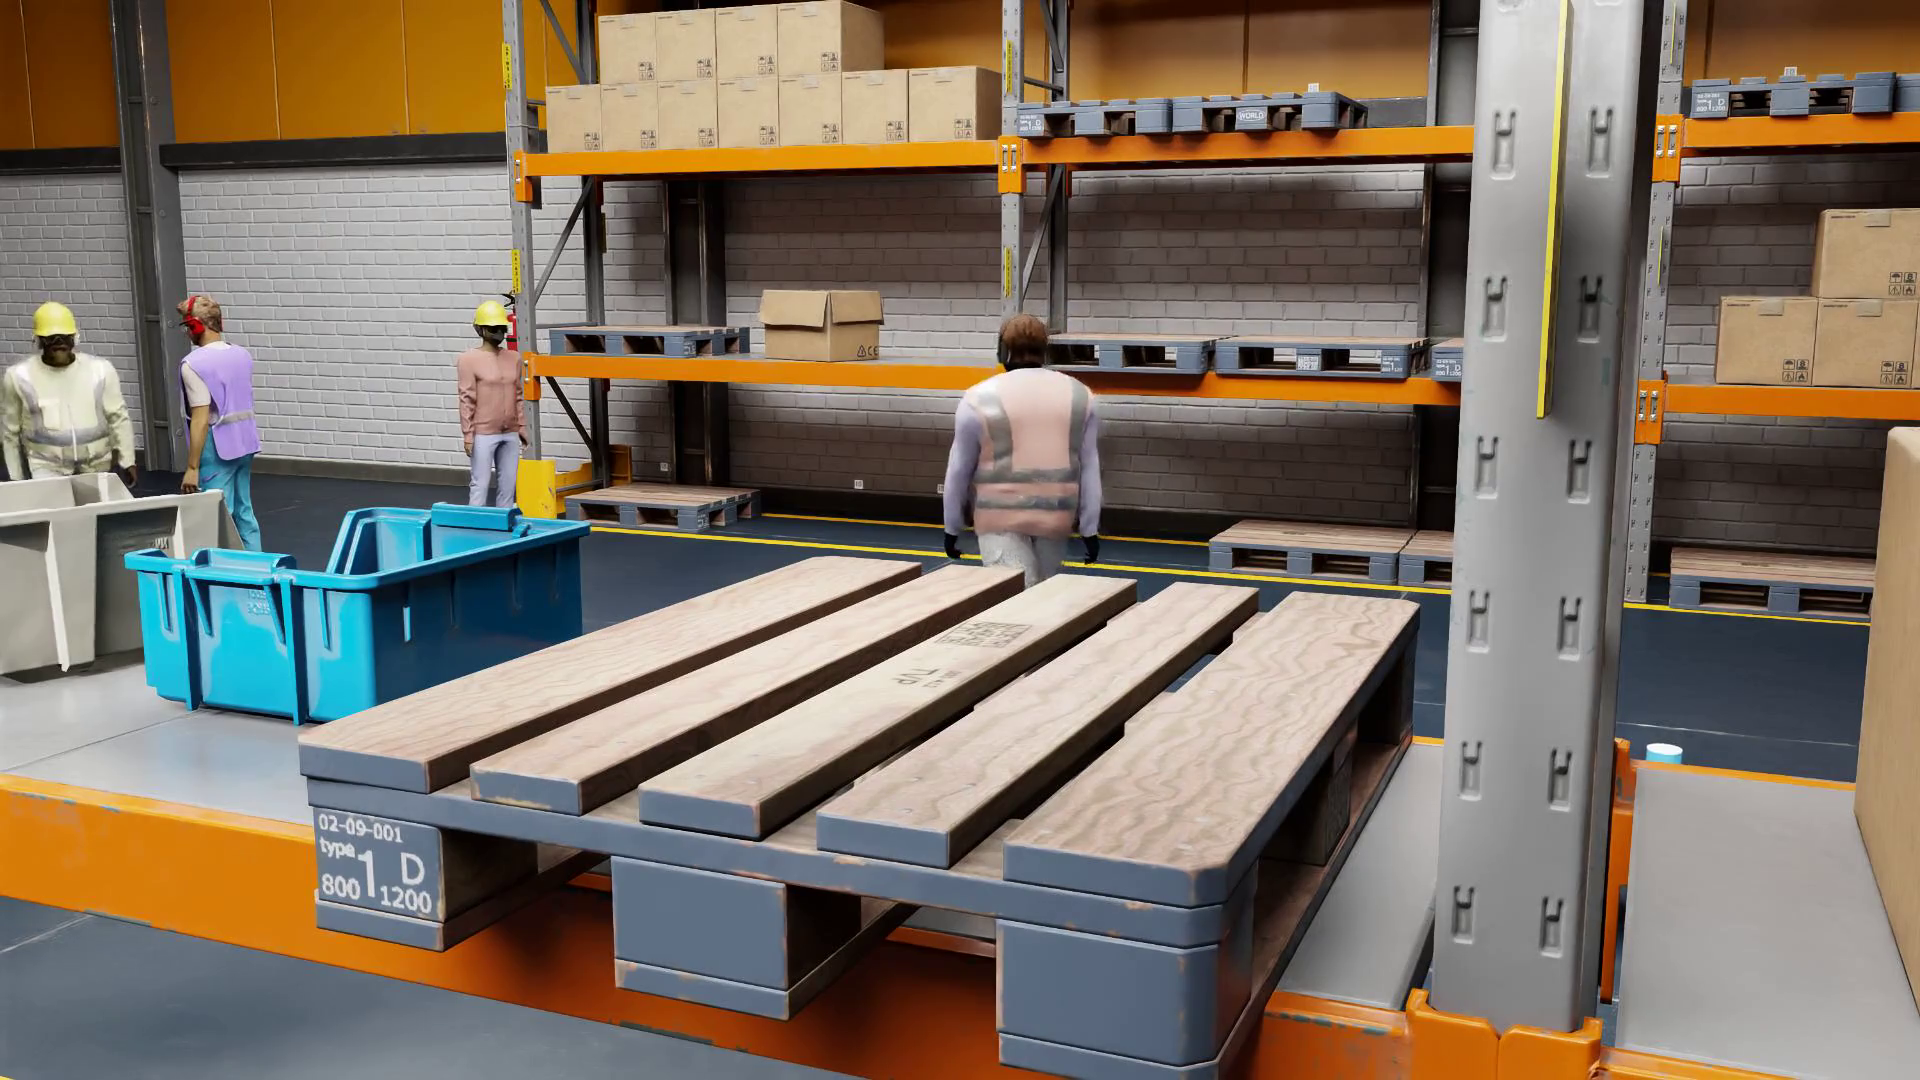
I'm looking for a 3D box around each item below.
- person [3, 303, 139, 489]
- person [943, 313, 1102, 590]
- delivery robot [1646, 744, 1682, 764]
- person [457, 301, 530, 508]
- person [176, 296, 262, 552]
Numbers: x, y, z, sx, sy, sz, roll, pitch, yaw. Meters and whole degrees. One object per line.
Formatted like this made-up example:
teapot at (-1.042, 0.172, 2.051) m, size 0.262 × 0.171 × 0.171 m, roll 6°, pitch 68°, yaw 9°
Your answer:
person at (-4.942, -0.412, 9.280) m, size 0.611 × 1.792 × 0.872 m, roll -7°, pitch 12°, yaw -37°
person at (0.232, -0.077, 7.248) m, size 0.658 × 1.795 × 0.931 m, roll -3°, pitch 10°, yaw -19°
delivery robot at (2.124, 0.864, 5.058) m, size 0.707 × 0.478 × 0.477 m, roll 3°, pitch 10°, yaw 16°
person at (-3.116, -0.716, 11.186) m, size 0.317 × 1.767 × 0.535 m, roll 7°, pitch 12°, yaw 35°
person at (-4.143, -0.444, 9.336) m, size 0.389 × 1.838 × 0.563 m, roll 1°, pitch 10°, yaw 7°
